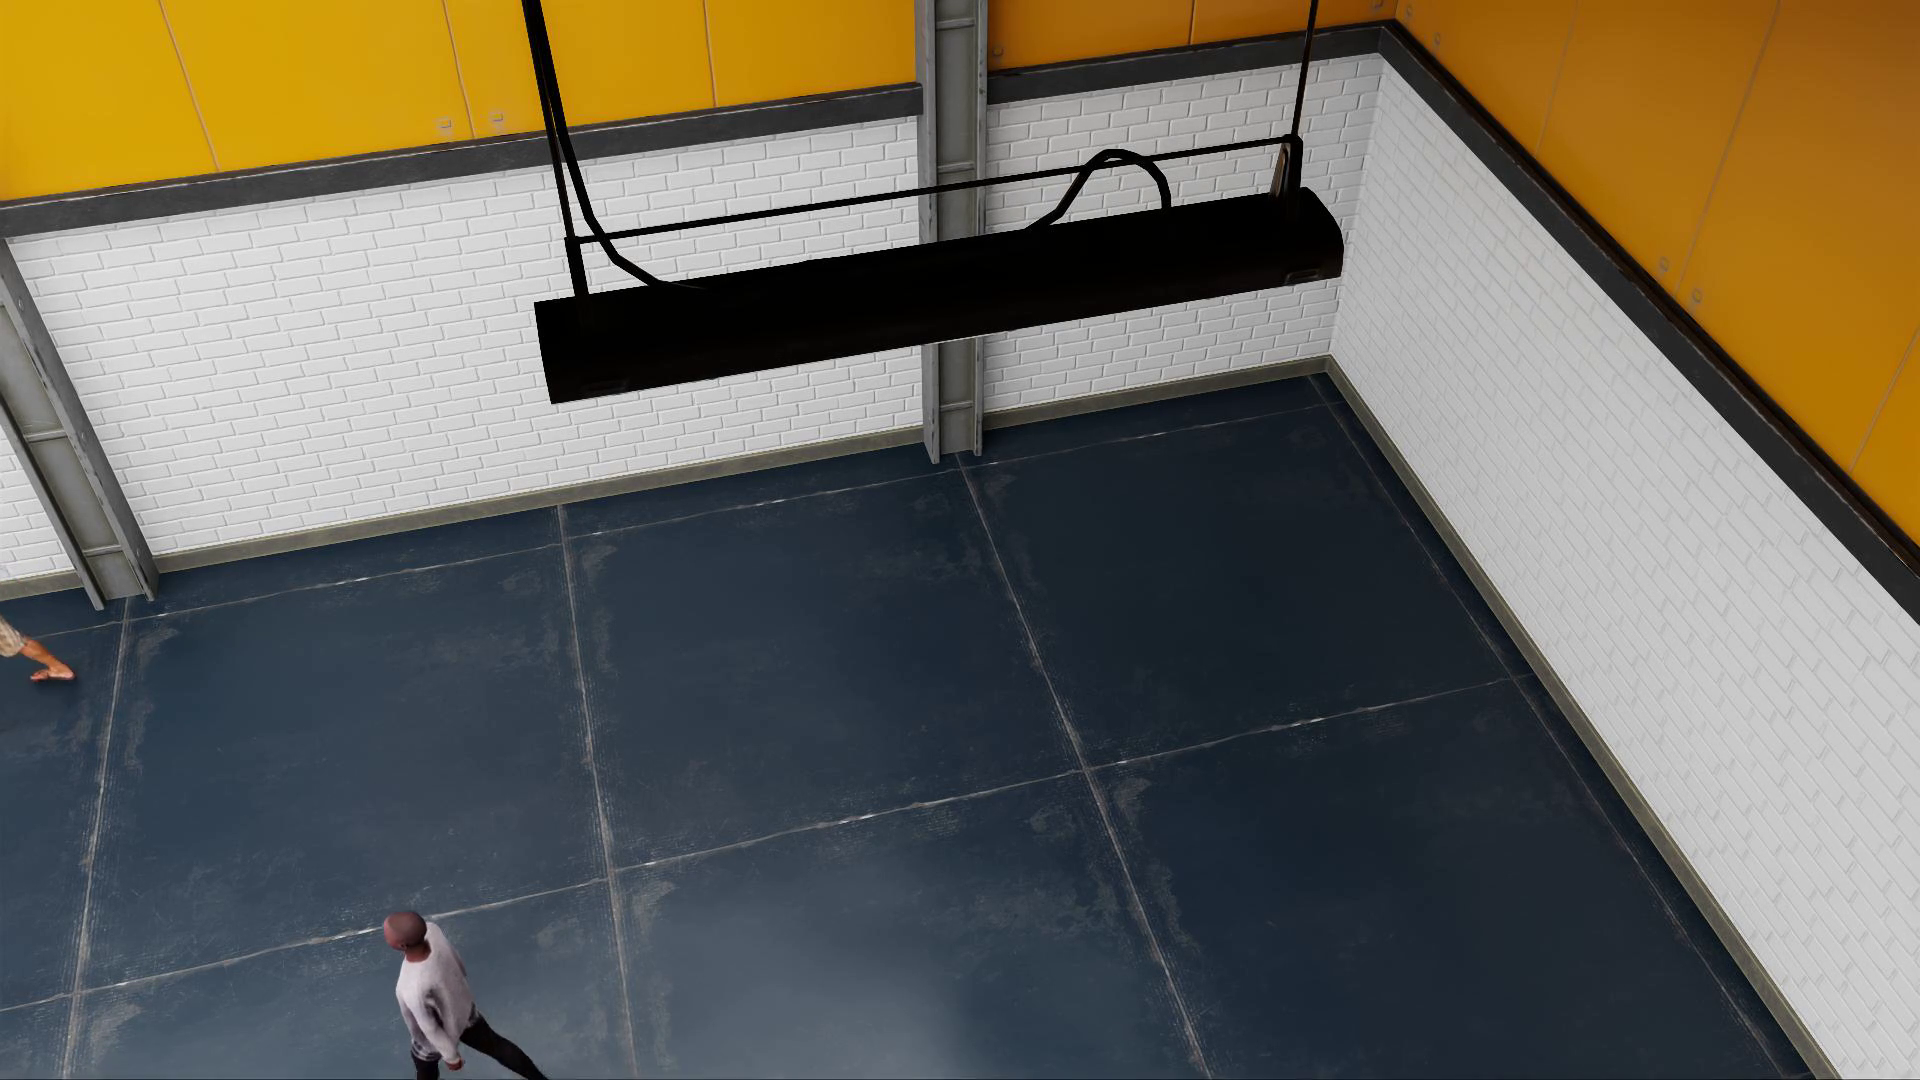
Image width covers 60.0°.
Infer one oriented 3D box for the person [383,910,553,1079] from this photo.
[{"bbox_3d":[-2.461,2.394,8.297,1.246,1.727,0.883,2,44,2],"label":"person"}]
